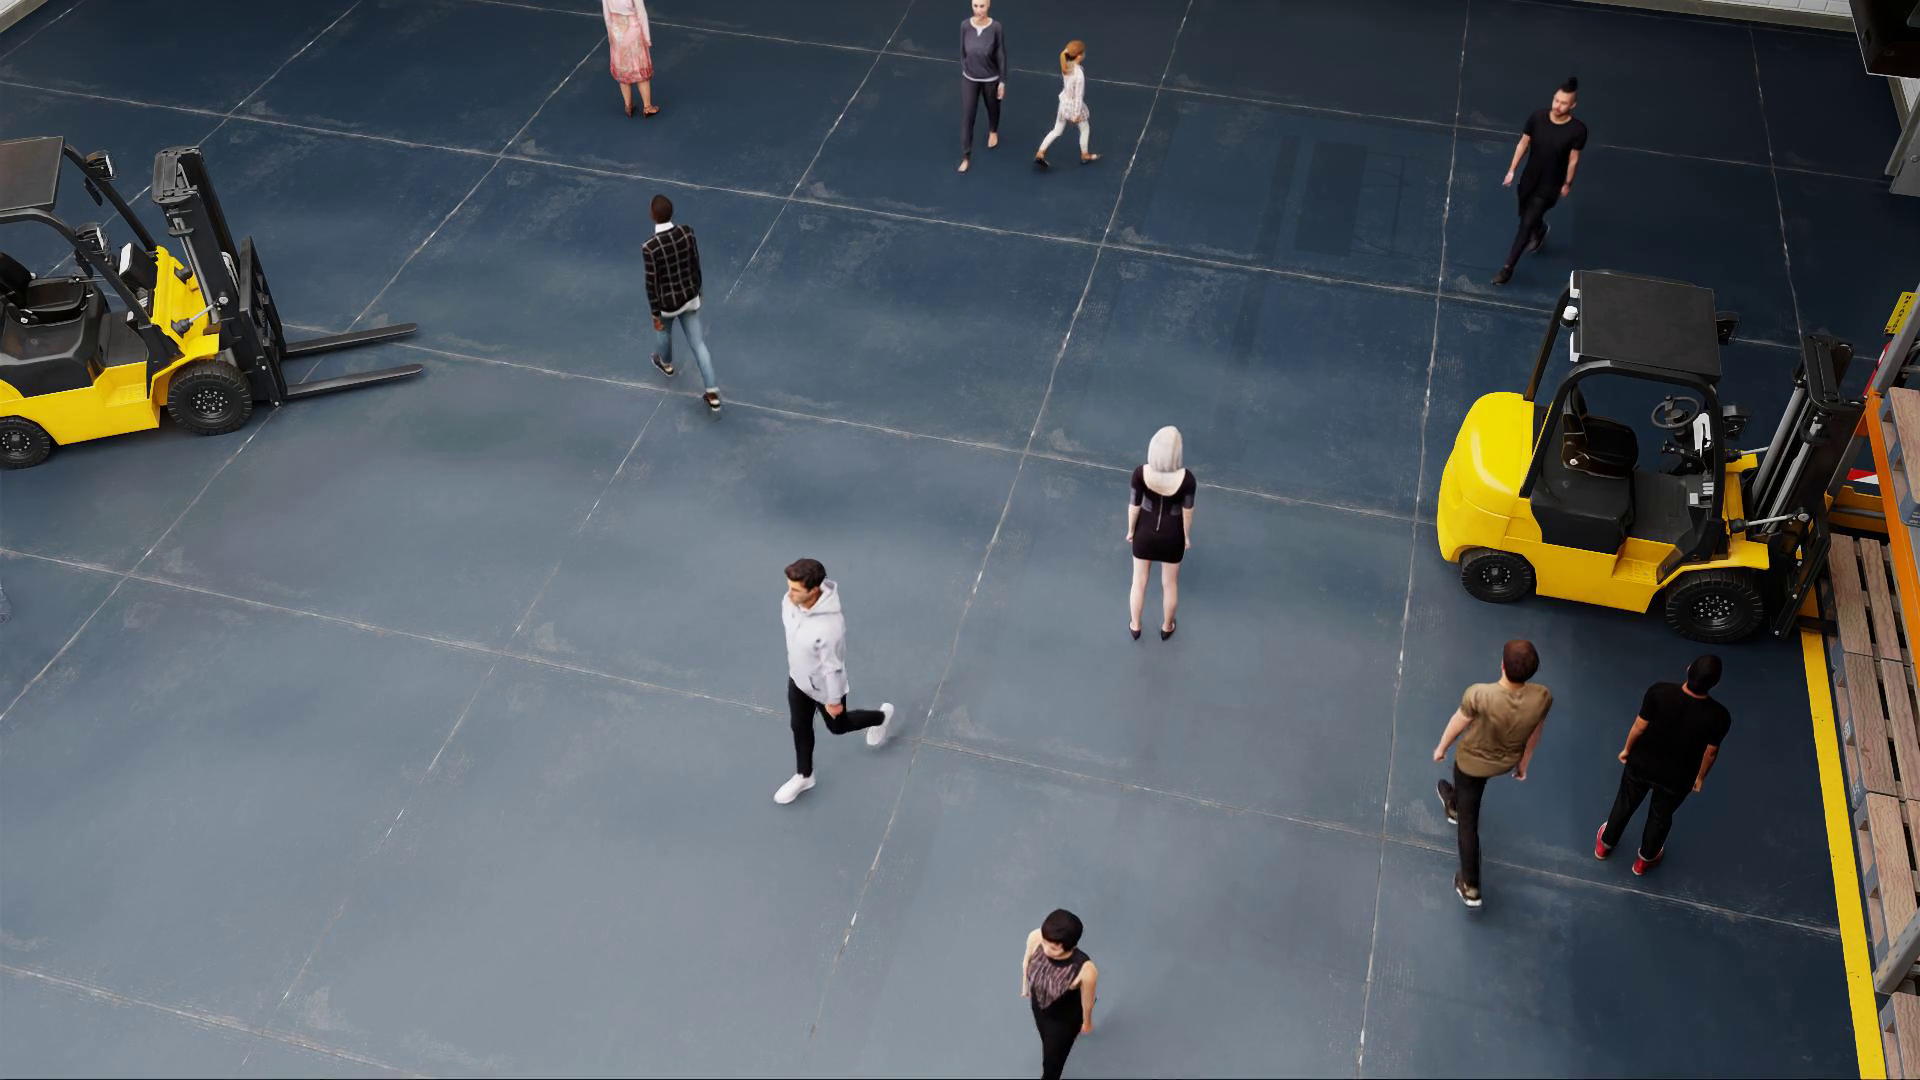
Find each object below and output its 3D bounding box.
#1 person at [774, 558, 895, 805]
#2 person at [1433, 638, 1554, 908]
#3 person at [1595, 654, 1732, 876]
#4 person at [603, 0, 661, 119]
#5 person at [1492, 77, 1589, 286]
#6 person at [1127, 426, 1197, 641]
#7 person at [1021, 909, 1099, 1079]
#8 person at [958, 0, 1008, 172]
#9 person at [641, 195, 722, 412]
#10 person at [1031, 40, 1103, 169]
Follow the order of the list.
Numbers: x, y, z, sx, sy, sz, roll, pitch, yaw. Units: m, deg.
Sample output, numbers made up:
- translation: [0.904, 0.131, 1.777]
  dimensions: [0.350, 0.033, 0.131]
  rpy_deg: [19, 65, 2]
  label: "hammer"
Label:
- translation: [-0.780, 0.792, 10.077]
  dimensions: [1.276, 1.903, 1.073]
  rpy_deg: [-33, 53, -30]
  label: "person"
- translation: [3.044, 1.332, 9.575]
  dimensions: [0.943, 1.813, 1.305]
  rpy_deg: [-2, 44, -2]
  label: "person"
- translation: [4.083, 1.295, 9.655]
  dimensions: [0.691, 1.757, 0.647]
  rpy_deg: [24, 49, 23]
  label: "person"
- translation: [-3.237, -4.916, 16.221]
  dimensions: [0.593, 1.692, 0.568]
  rpy_deg: [8, 44, 8]
  label: "person"
- translation: [5.007, -3.123, 14.239]
  dimensions: [1.275, 1.831, 1.067]
  rpy_deg: [-35, 53, -31]
  label: "person"
- translation: [1.316, -0.028, 10.991]
  dimensions: [0.579, 1.829, 0.507]
  rpy_deg: [8, 44, 8]
  label: "person"
- translation: [0.553, 2.368, 8.654]
  dimensions: [0.831, 1.584, 1.034]
  rpy_deg: [30, 51, 28]
  label: "person"
- translation: [0.232, -4.404, 15.689]
  dimensions: [0.677, 1.685, 1.103]
  rpy_deg: [7, 44, 8]
  label: "person"
- translation: [-2.141, -1.790, 12.883]
  dimensions: [1.236, 1.770, 1.244]
  rpy_deg: [-25, 49, -24]
  label: "person"
- translation: [0.977, -4.057, 15.619]
  dimensions: [0.954, 1.279, 0.943]
  rpy_deg: [-17, 46, -17]
  label: "person"
